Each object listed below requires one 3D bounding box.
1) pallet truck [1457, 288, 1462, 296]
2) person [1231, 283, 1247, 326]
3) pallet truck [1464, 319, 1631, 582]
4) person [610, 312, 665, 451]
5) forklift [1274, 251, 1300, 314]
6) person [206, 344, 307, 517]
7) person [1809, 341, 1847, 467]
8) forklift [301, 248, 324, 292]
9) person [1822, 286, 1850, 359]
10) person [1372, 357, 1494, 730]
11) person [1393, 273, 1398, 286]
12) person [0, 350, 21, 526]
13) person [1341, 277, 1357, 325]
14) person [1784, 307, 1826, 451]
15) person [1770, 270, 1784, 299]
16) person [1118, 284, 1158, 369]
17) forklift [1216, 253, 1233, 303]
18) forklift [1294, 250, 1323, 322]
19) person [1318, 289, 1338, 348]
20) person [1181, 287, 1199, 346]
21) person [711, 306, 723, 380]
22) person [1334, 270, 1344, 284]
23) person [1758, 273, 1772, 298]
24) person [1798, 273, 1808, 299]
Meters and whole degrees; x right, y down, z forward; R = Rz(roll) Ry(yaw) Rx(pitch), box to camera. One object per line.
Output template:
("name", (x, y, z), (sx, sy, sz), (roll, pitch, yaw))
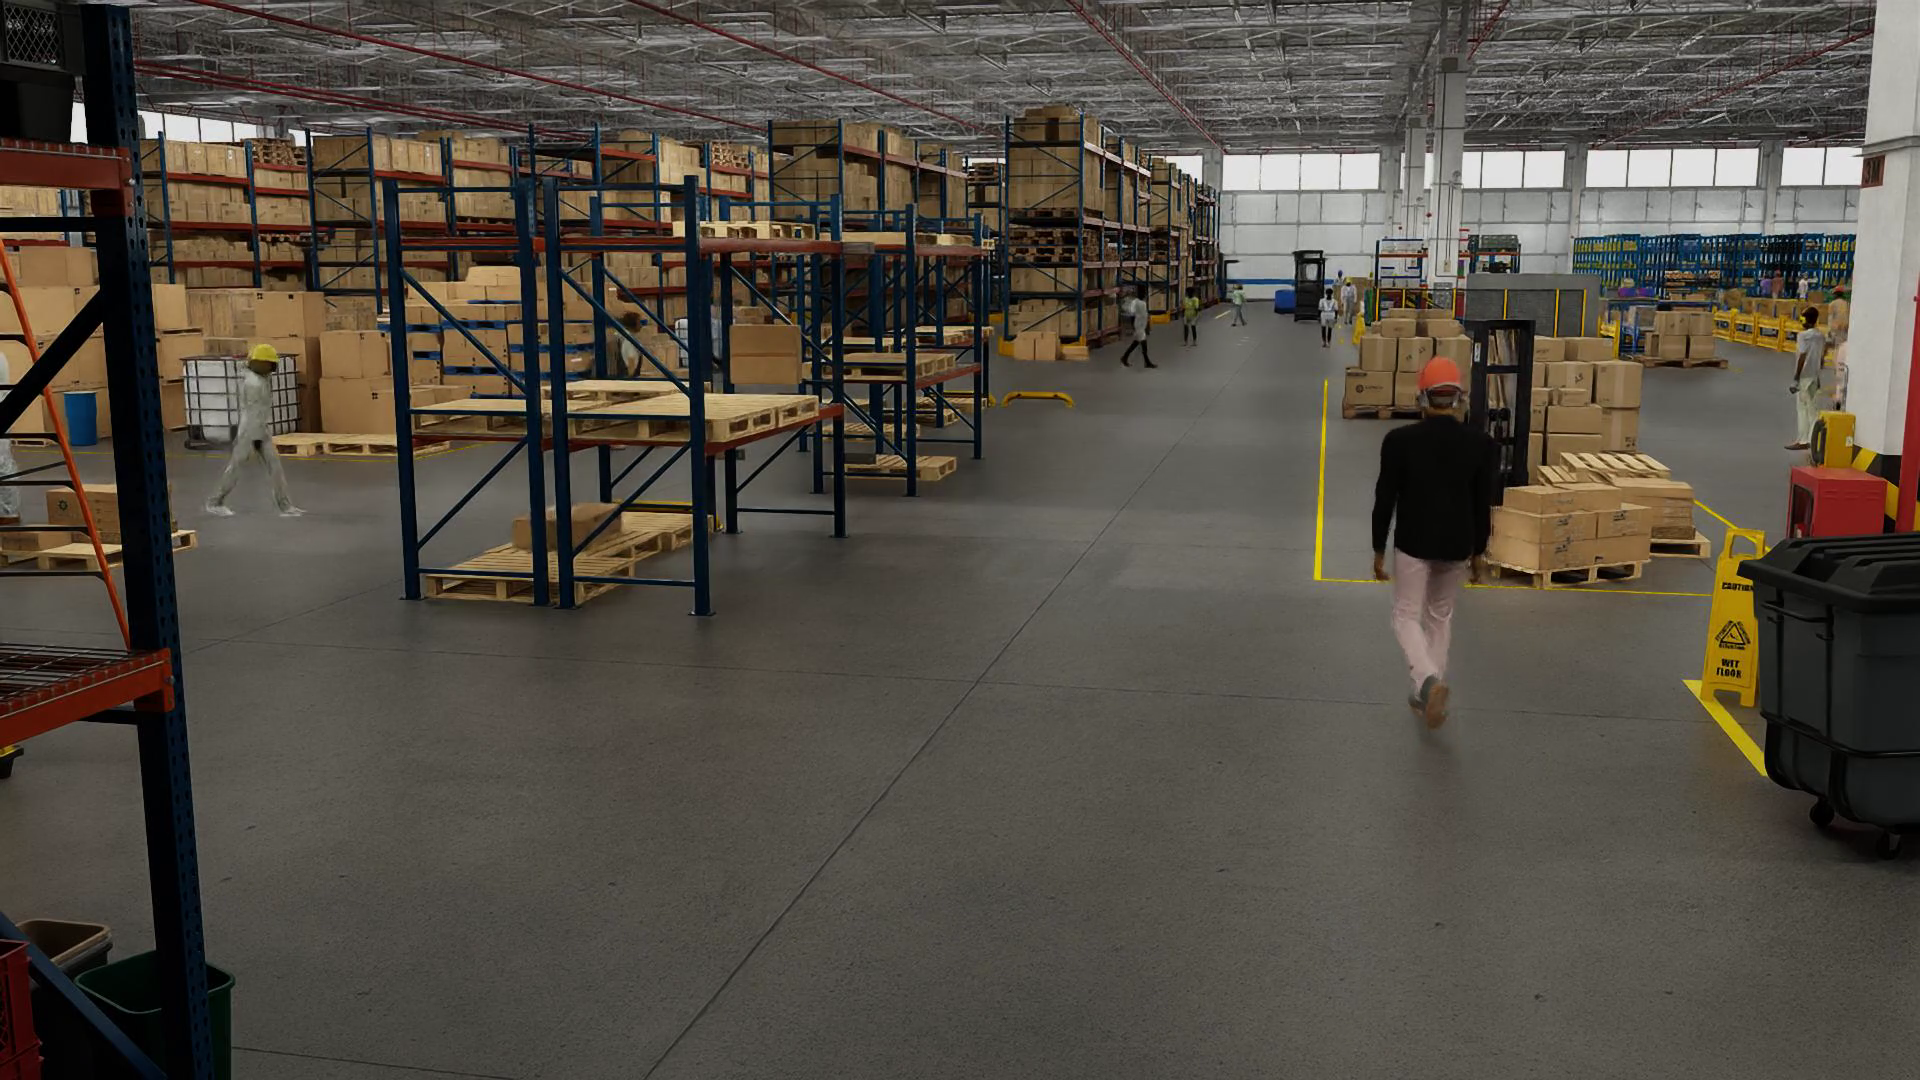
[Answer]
("pallet truck", (20.506, -9.785, 68.819), (0.653, 1.274, 1.630), (2, 10, 12))
("person", (10.339, -8.687, 61.488), (0.894, 1.578, 0.551), (-8, 12, -38))
("pallet truck", (4.543, -0.757, 13.299), (0.823, 1.965, 1.885), (-4, 10, -22))
("person", (-4.202, -2.053, 21.565), (0.961, 1.793, 0.563), (-6, 11, -30))
("forklift", (14.979, -11.438, 73.940), (1.873, 2.768, 1.129), (2, 10, 12))
("person", (-6.822, -1.044, 15.954), (0.915, 1.678, 0.482), (-1, 10, -3))
("person", (9.915, -1.547, 18.492), (0.675, 1.819, 0.636), (-1, 10, -6))
("forklift", (-20.124, -7.780, 52.275), (1.873, 2.768, 1.129), (6, 11, 32))
("person", (19.593, -4.741, 37.252), (0.549, 1.869, 1.050), (-2, 10, -12))
("person", (2.489, 0.031, 8.725), (0.622, 1.974, 0.769), (0, 10, -2))
("person", (23.073, -13.277, 88.241), (0.497, 1.731, 0.381), (-5, 11, -26))
("person", (-8.927, -1.074, 15.360), (0.366, 1.936, 0.630), (-4, 10, -23))
("person", (14.777, -9.090, 63.234), (0.600, 1.807, 0.830), (2, 10, 14))
("person", (10.960, -2.084, 21.550), (0.516, 1.865, 0.325), (-5, 11, -28))
("person", (36.160, -10.948, 73.654), (0.621, 1.994, 0.381), (-2, 10, -14))
("person", (4.040, -4.860, 37.821), (0.981, 1.928, 0.619), (5, 11, 29))
("forklift", (14.506, -14.677, 93.115), (1.873, 2.768, 1.129), (2, 10, 12))
("forklift", (13.778, -10.002, 65.433), (1.129, 2.768, 1.873), (2, 10, 12))
("person", (10.273, -6.176, 46.396), (0.546, 1.640, 0.900), (1, 10, 8))
("person", (6.590, -6.406, 47.639), (0.540, 1.695, 0.317), (7, 12, 37))
("person", (-5.044, -4.094, 33.293), (0.725, 1.924, 0.555), (2, 10, 11))
("person", (18.243, -12.001, 80.077), (0.608, 1.937, 0.414), (-6, 11, -30))
("person", (37.061, -11.356, 76.542), (0.596, 1.826, 0.642), (2, 10, 9))
("person", (35.357, -10.243, 69.792), (0.402, 1.899, 0.691), (3, 10, 18))
